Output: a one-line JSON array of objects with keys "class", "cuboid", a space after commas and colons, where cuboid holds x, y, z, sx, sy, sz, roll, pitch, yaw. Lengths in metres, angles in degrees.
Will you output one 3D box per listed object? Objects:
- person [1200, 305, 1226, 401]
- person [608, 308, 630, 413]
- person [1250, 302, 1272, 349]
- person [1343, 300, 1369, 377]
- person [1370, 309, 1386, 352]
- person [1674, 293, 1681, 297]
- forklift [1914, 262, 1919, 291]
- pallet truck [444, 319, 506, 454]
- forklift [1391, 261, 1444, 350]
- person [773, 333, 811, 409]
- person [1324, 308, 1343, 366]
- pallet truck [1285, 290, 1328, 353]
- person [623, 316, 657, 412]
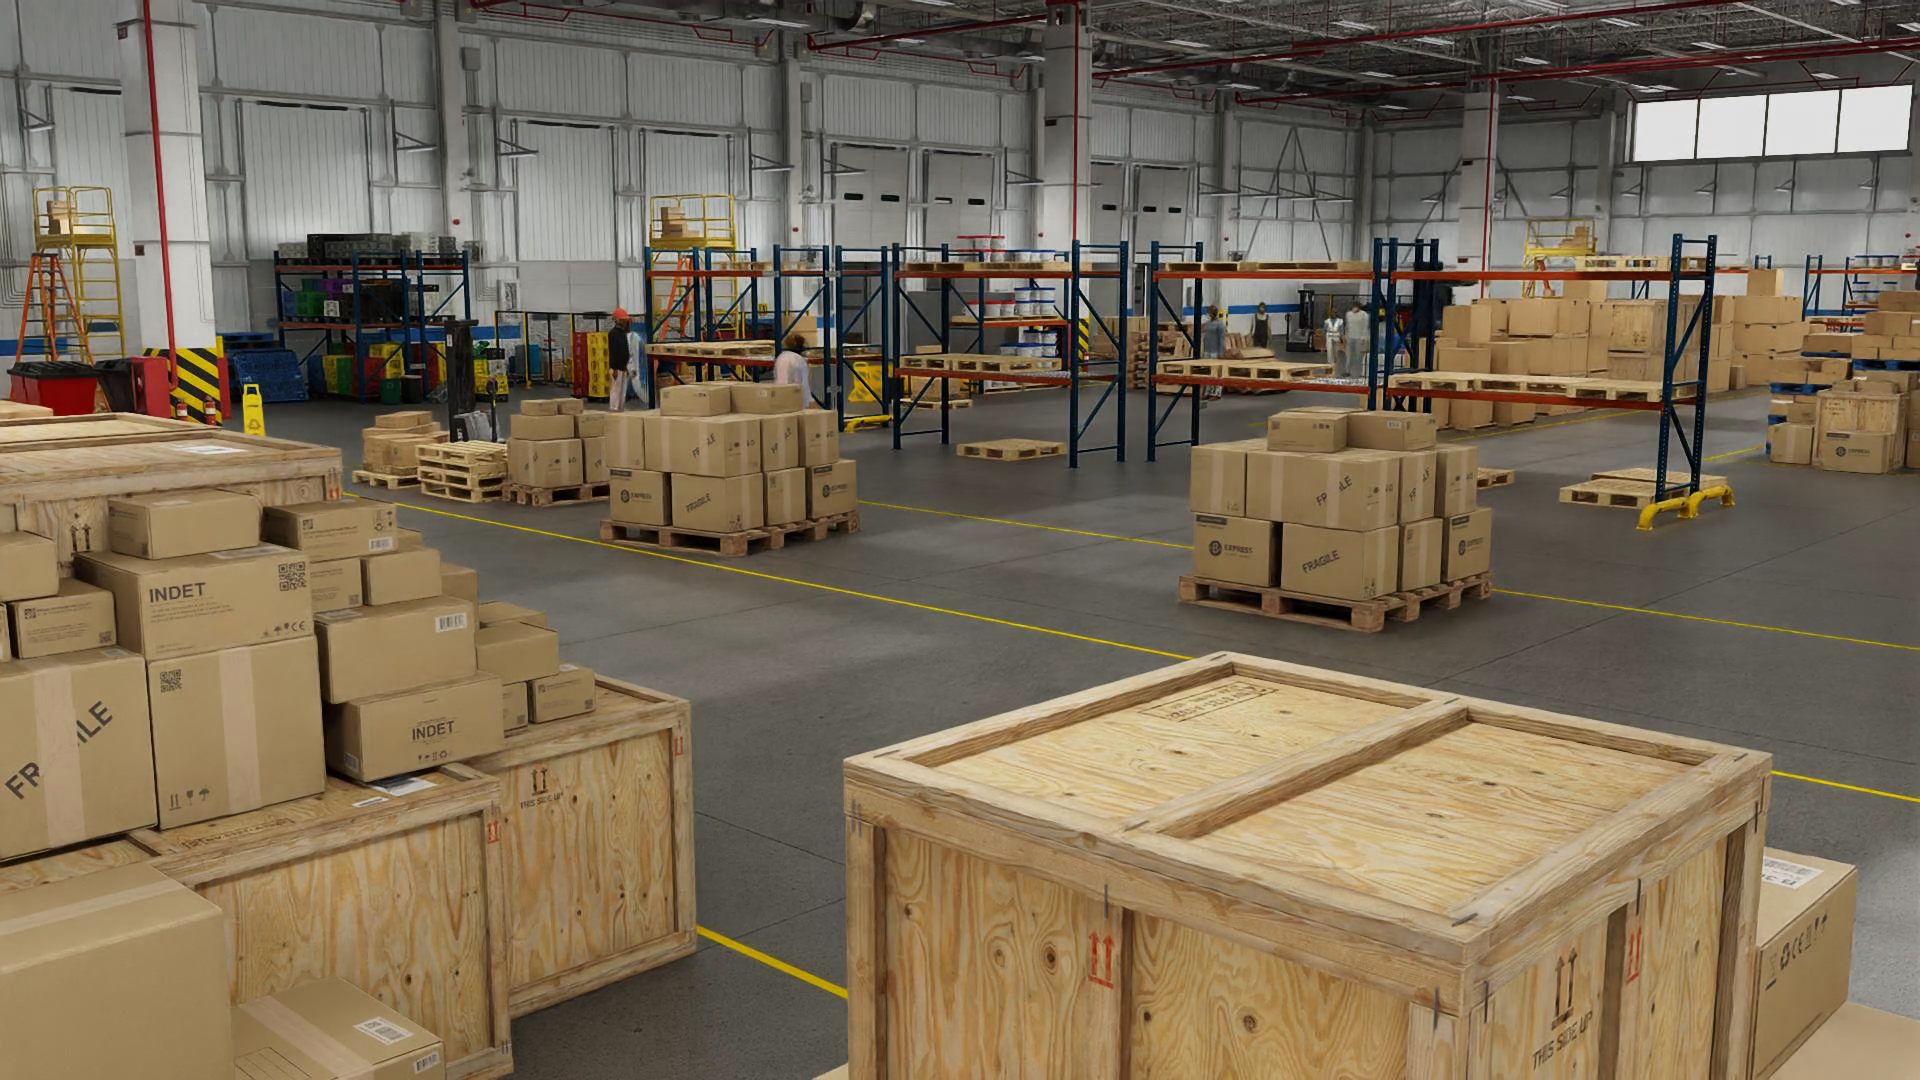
[{"class": "person", "cuboid": [5.101, -3.764, 33.521, 0.371, 1.934, 0.627, -5, 10, -27]}, {"class": "person", "cuboid": [-5.748, -2.921, 28.157, 0.393, 1.995, 0.612, 1, 9, 8]}, {"class": "person", "cuboid": [7.543, -5.037, 41.641, 0.550, 1.828, 0.516, 0, 9, 2]}, {"class": "person", "cuboid": [9.802, -4.969, 41.010, 0.668, 1.910, 0.649, 7, 12, 39]}, {"class": "person", "cuboid": [10.000, -4.642, 39.626, 0.498, 1.695, 0.915, 4, 10, 22]}, {"class": "person", "cuboid": [21.079, -6.281, 48.940, 0.552, 1.937, 0.356, -4, 10, -24]}, {"class": "forklift", "cuboid": [22.961, -5.178, 39.293, 1.129, 2.768, 1.873, -1, 9, -8]}, {"class": "pallet truck", "cuboid": [-6.981, -1.942, 22.150, 1.885, 1.965, 0.823, 1, 9, 9]}, {"class": "forklift", "cuboid": [11.093, -5.216, 39.526, 1.873, 2.768, 1.129, 8, 12, 39]}, {"class": "person", "cuboid": [-2.135, -1.755, 21.489, 0.429, 1.841, 0.633, -8, 12, -39]}, {"class": "person", "cuboid": [9.999, -5.391, 44.499, 0.514, 1.612, 0.688, 3, 10, 15]}, {"class": "pallet truck", "cuboid": [11.297, -6.951, 52.861, 1.885, 1.965, 0.823, -5, 11, -29]}, {"class": "person", "cuboid": [-5.781, -3.039, 29.349, 0.607, 1.859, 0.908, 8, 12, 39]}]
